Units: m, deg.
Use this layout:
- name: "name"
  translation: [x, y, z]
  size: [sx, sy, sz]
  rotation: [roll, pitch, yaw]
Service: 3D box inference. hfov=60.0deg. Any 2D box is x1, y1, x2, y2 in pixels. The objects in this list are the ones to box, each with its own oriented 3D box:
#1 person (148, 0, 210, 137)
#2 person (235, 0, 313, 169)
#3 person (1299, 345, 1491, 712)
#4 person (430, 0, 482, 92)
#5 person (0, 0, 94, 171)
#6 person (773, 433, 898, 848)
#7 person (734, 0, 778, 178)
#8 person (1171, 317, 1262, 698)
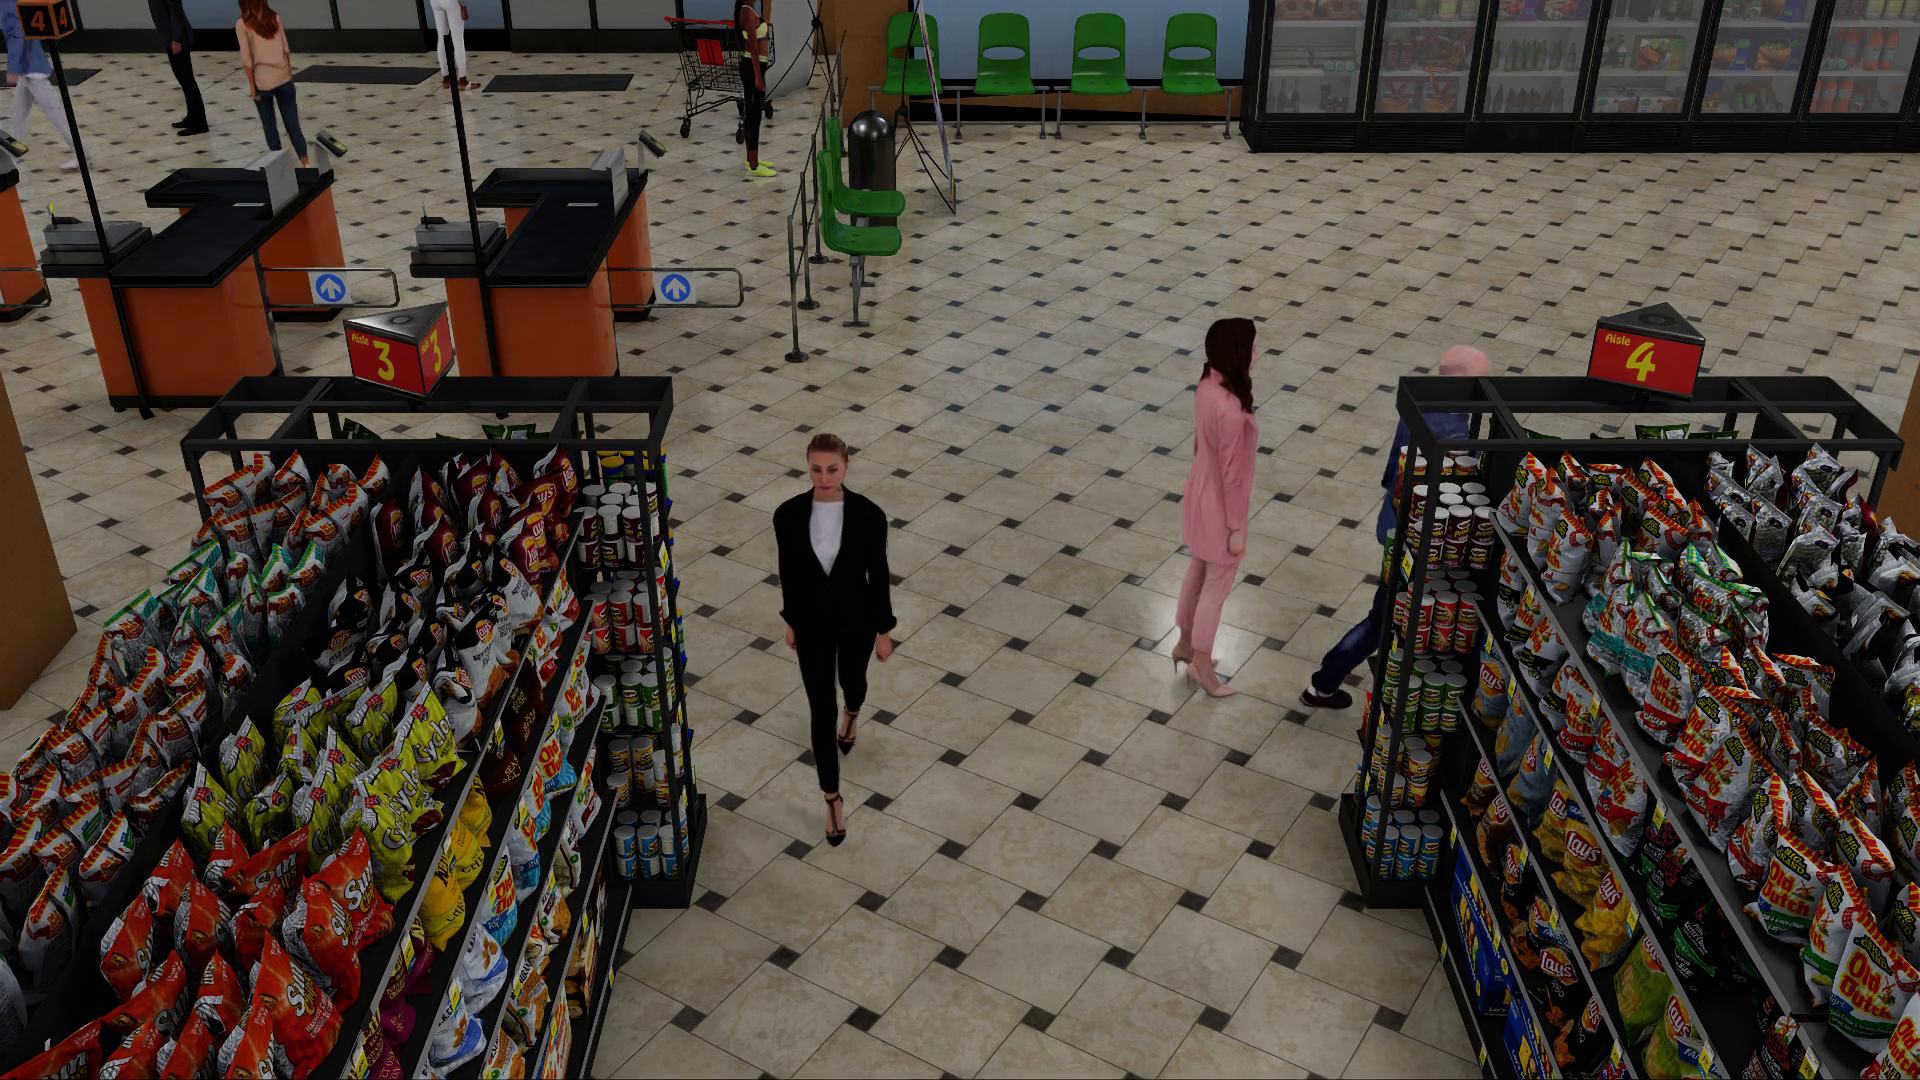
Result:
- name: "person"
  translation: [-7.592, -4.876, 16.057]
  size: [0.873, 1.842, 0.739]
  rotation: [-15, 32, -26]
- name: "person"
  translation: [-5.910, -3.922, 14.399]
  size: [1.000, 1.756, 1.167]
  rotation: [-18, 34, -30]
- name: "person"
  translation: [1.891, 0.032, 7.137]
  size: [0.904, 1.776, 1.177]
  rotation: [-5, 29, -9]
- name: "person"
  translation: [-5.434, -5.660, 17.616]
  size: [0.676, 1.725, 0.673]
  rotation: [14, 32, 24]
- name: "person"
  translation: [-8.168, -4.192, 14.799]
  size: [1.042, 1.848, 1.150]
  rotation: [-13, 31, -22]
- name: "person"
  translation: [-0.487, 0.326, 6.710]
  size: [0.636, 1.668, 1.047]
  rotation: [-1, 29, -1]
- name: "person"
  translation: [-1.850, -4.139, 14.797]
  size: [0.660, 1.755, 0.504]
  rotation: [-5, 29, -9]
- name: "person"
  translation: [1.138, -0.137, 7.419]
  size: [0.703, 1.801, 0.506]
  rotation: [-4, 29, -8]
